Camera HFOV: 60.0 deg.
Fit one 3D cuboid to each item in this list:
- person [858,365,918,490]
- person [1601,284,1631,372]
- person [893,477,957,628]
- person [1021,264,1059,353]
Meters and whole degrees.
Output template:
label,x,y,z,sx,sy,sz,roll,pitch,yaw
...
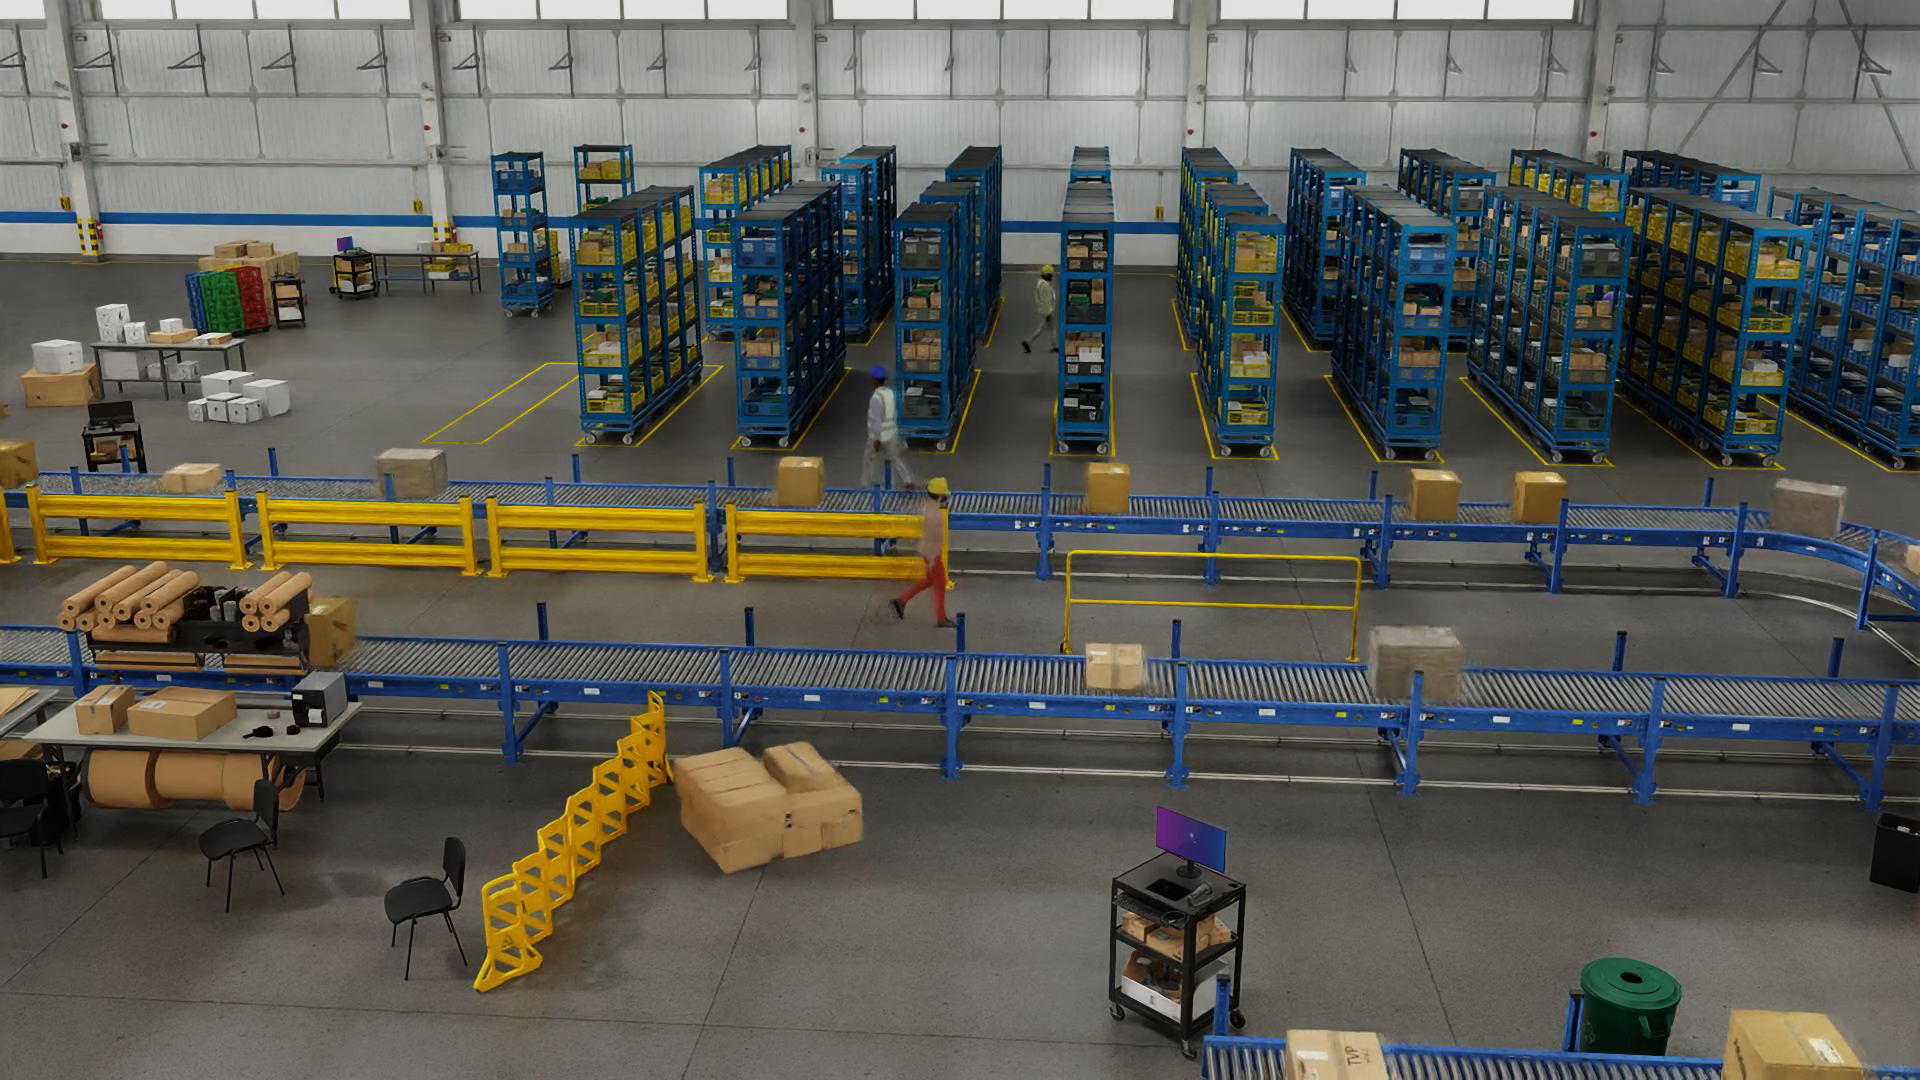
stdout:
label,x,y,z,sx,sy,sz,roll,pitch,yaw
person,-1.048,-1.509,23.234,0.972,1.910,0.627,7,19,22
person,12.357,-4.036,31.370,0.389,1.837,0.560,-13,22,-35
person,-0.369,0.134,18.279,0.659,1.738,0.519,-1,18,-3
person,1.657,-4.616,33.259,0.822,1.804,0.602,0,17,-1
